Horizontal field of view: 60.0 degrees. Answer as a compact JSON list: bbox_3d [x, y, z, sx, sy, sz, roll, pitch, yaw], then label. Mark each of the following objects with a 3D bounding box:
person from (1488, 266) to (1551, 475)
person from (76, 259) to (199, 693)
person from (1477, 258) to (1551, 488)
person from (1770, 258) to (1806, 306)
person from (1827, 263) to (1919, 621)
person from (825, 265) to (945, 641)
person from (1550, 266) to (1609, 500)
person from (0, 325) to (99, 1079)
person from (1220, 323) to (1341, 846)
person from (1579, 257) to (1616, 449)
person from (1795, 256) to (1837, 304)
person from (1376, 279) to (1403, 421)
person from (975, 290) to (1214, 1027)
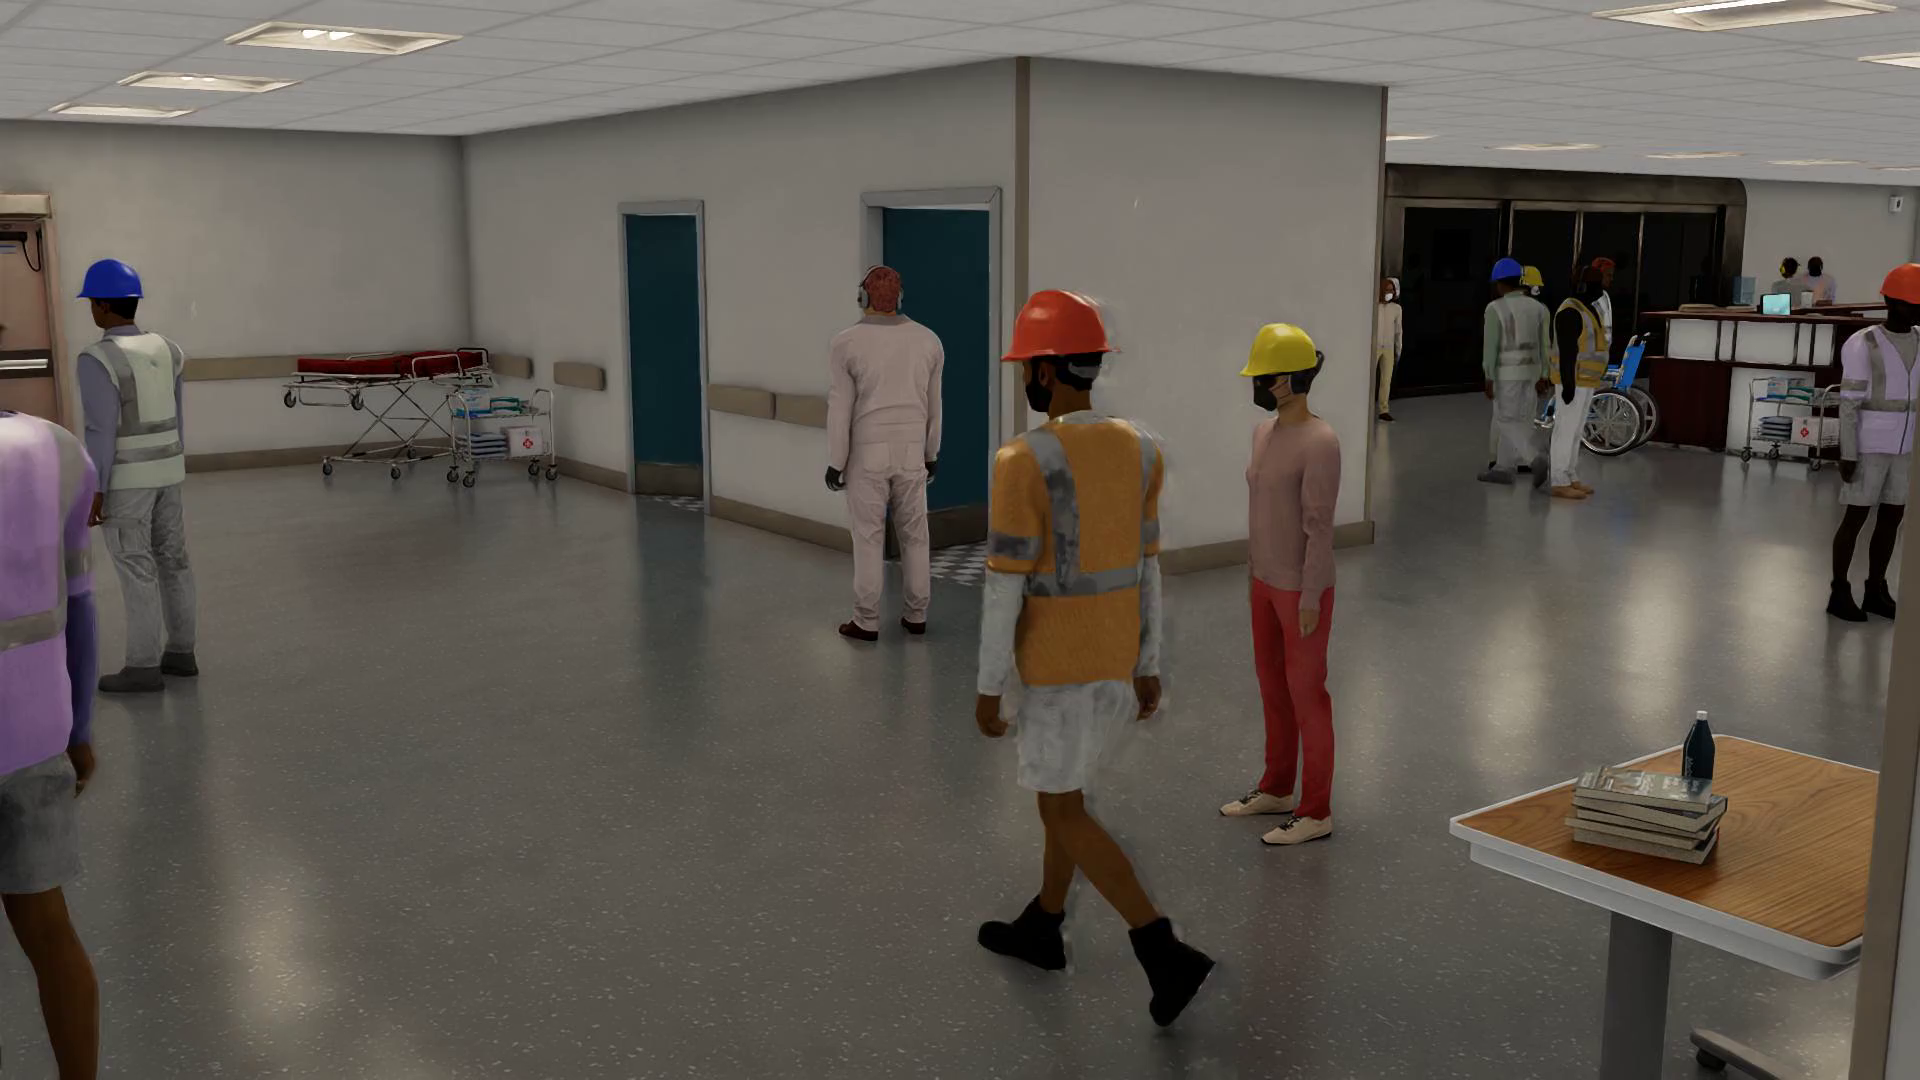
[{"bbox_3d":[4.944,-1.491,14.659,0.405,1.823,0.588,-7,12,-34],"label":"person"},{"bbox_3d":[-3.738,-0.284,7.530,0.389,1.949,0.604,2,10,11],"label":"person"},{"bbox_3d":[4.625,-1.363,13.698,0.634,1.911,0.828,-5,11,-27],"label":"person"},{"bbox_3d":[11.248,-2.944,22.809,0.515,1.822,0.969,-2,10,-13],"label":"person"},{"bbox_3d":[4.940,-0.501,8.849,0.541,1.921,0.414,-2,10,-11],"label":"person"},{"bbox_3d":[-0.400,-0.438,8.515,0.638,1.909,0.408,-5,11,-28],"label":"person"},{"bbox_3d":[4.937,-1.254,13.271,0.430,1.843,0.625,7,12,34],"label":"person"},{"bbox_3d":[-2.049,0.413,3.413,0.409,2.032,0.609,3,11,17],"label":"person"},{"bbox_3d":[1.092,0.149,5.645,0.338,1.758,0.518,-3,10,-15],"label":"person"},{"bbox_3d":[6.261,-1.842,16.435,0.356,1.887,0.572,8,13,38],"label":"person"},{"bbox_3d":[13.366,-3.531,26.094,0.632,1.828,0.474,6,12,29],"label":"person"},{"bbox_3d":[4.789,-2.150,18.906,0.504,1.627,0.285,-2,10,-13],"label":"person"},{"bbox_3d":[0.354,0.312,4.341,0.550,1.910,0.848,-9,14,-42],"label":"person"}]
